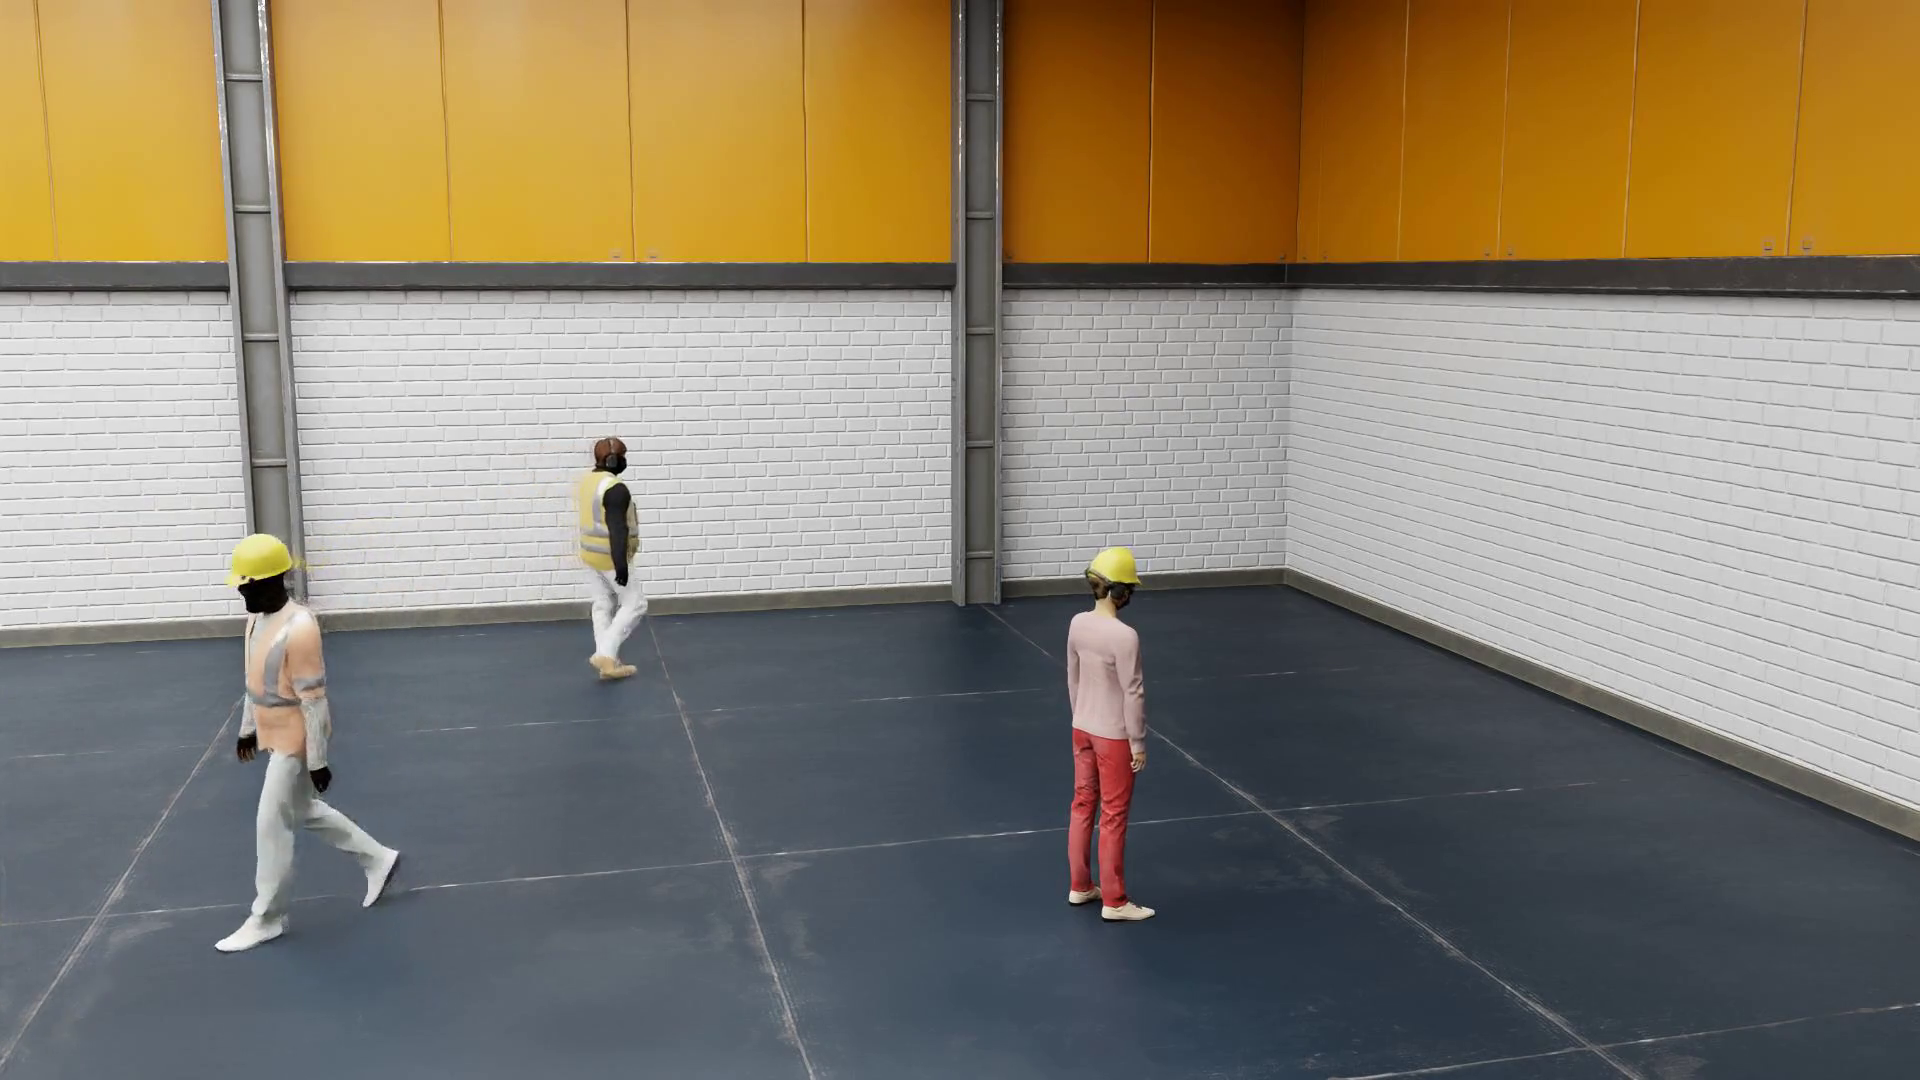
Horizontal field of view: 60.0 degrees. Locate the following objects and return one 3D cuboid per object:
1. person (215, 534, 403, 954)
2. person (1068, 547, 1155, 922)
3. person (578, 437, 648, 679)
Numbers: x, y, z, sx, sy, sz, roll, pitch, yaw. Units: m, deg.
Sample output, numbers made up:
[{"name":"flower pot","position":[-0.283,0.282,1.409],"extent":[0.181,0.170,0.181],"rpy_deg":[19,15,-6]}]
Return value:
[{"name":"person","position":[-3.015,0.878,7.608],"extent":[0.834,1.895,0.641],"rpy_deg":[-7,11,-37]},{"name":"person","position":[0.705,0.909,7.835],"extent":[0.318,1.766,0.525],"rpy_deg":[-6,11,-31]},{"name":"person","position":[-2.591,0.148,12.374],"extent":[0.446,1.829,0.654],"rpy_deg":[-6,11,-34]}]
